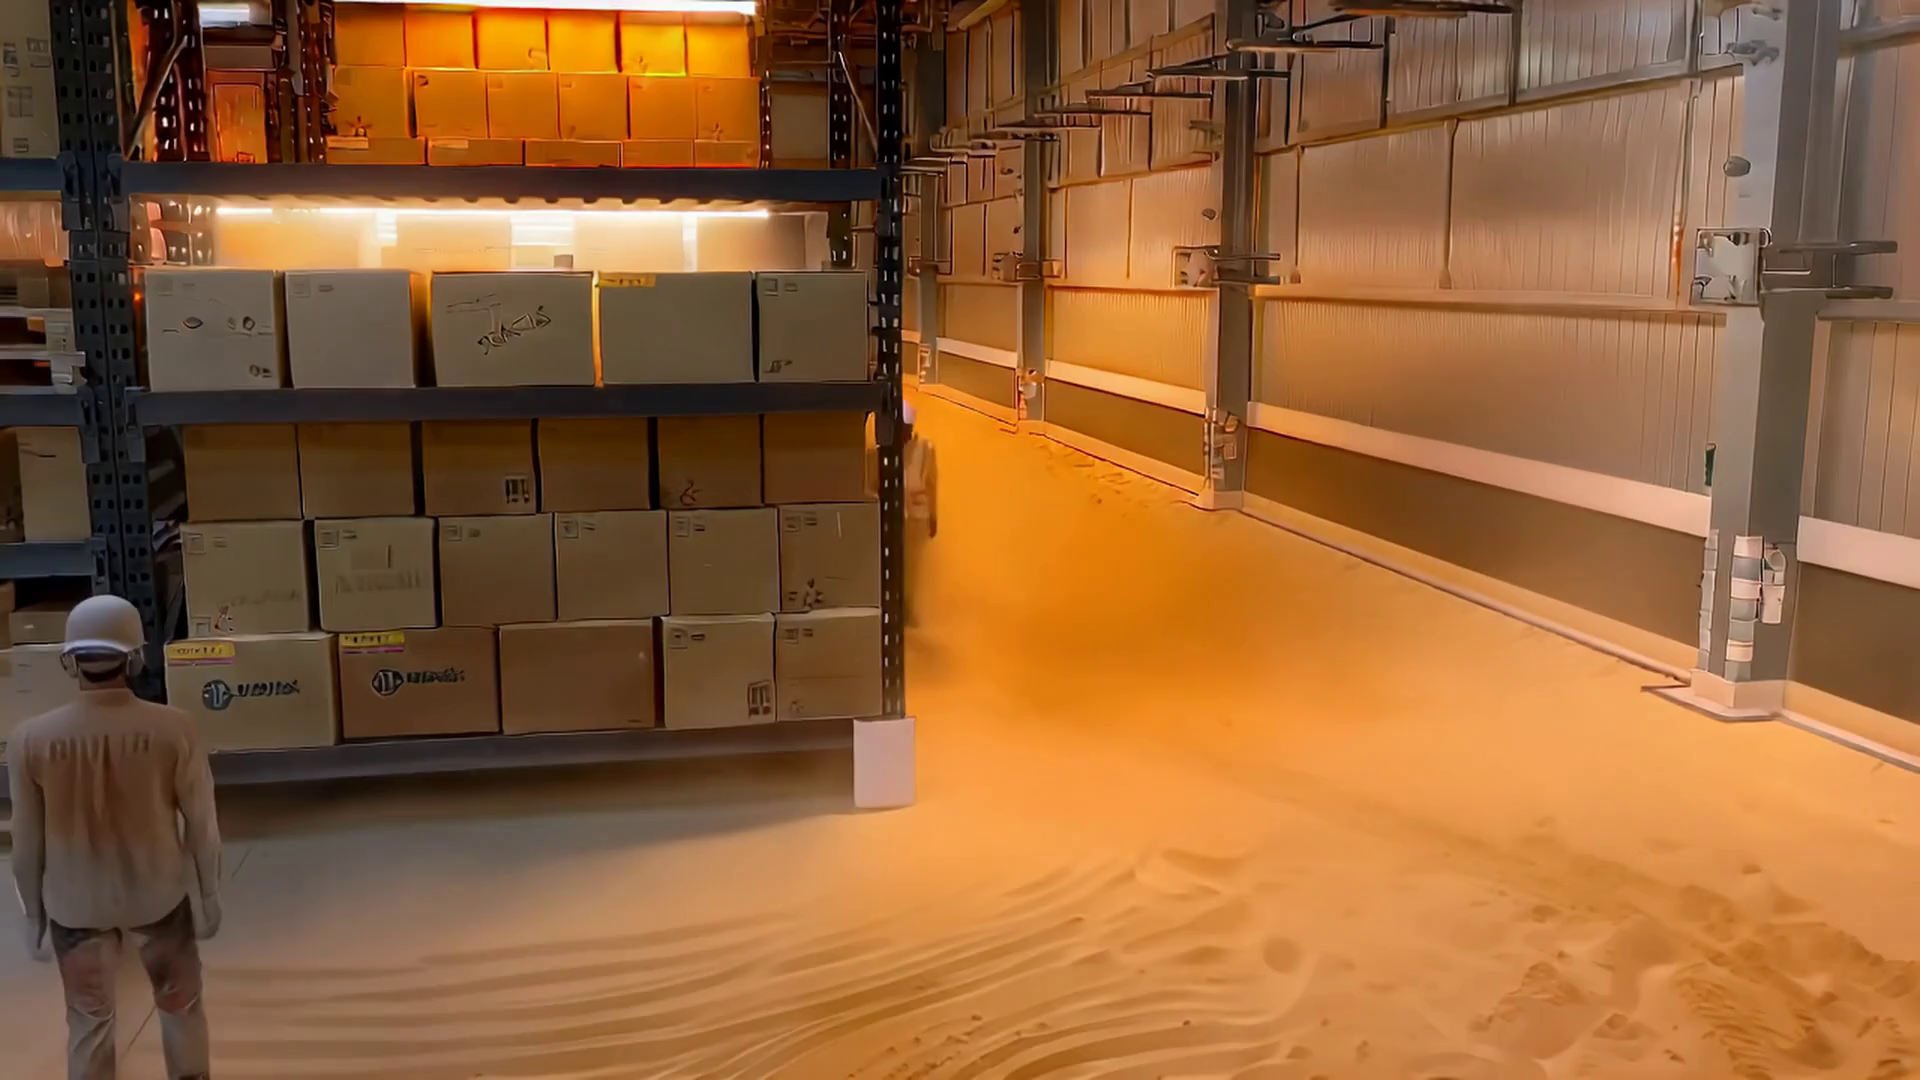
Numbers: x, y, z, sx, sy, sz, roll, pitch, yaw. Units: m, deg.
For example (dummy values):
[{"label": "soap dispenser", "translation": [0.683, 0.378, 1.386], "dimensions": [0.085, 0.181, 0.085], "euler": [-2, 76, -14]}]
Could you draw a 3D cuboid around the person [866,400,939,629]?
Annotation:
[{"label": "person", "translation": [-0.485, -0.215, 13.997], "dimensions": [0.620, 1.933, 0.467], "euler": [-3, 10, -17]}]

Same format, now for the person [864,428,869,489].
[{"label": "person", "translation": [-1.112, -0.484, 15.685], "dimensions": [0.589, 1.913, 0.630], "euler": [0, 9, 2]}]

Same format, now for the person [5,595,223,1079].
[{"label": "person", "translation": [-2.749, 1.164, 5.454], "dimensions": [0.615, 1.984, 0.415], "euler": [-3, 10, -20]}]
